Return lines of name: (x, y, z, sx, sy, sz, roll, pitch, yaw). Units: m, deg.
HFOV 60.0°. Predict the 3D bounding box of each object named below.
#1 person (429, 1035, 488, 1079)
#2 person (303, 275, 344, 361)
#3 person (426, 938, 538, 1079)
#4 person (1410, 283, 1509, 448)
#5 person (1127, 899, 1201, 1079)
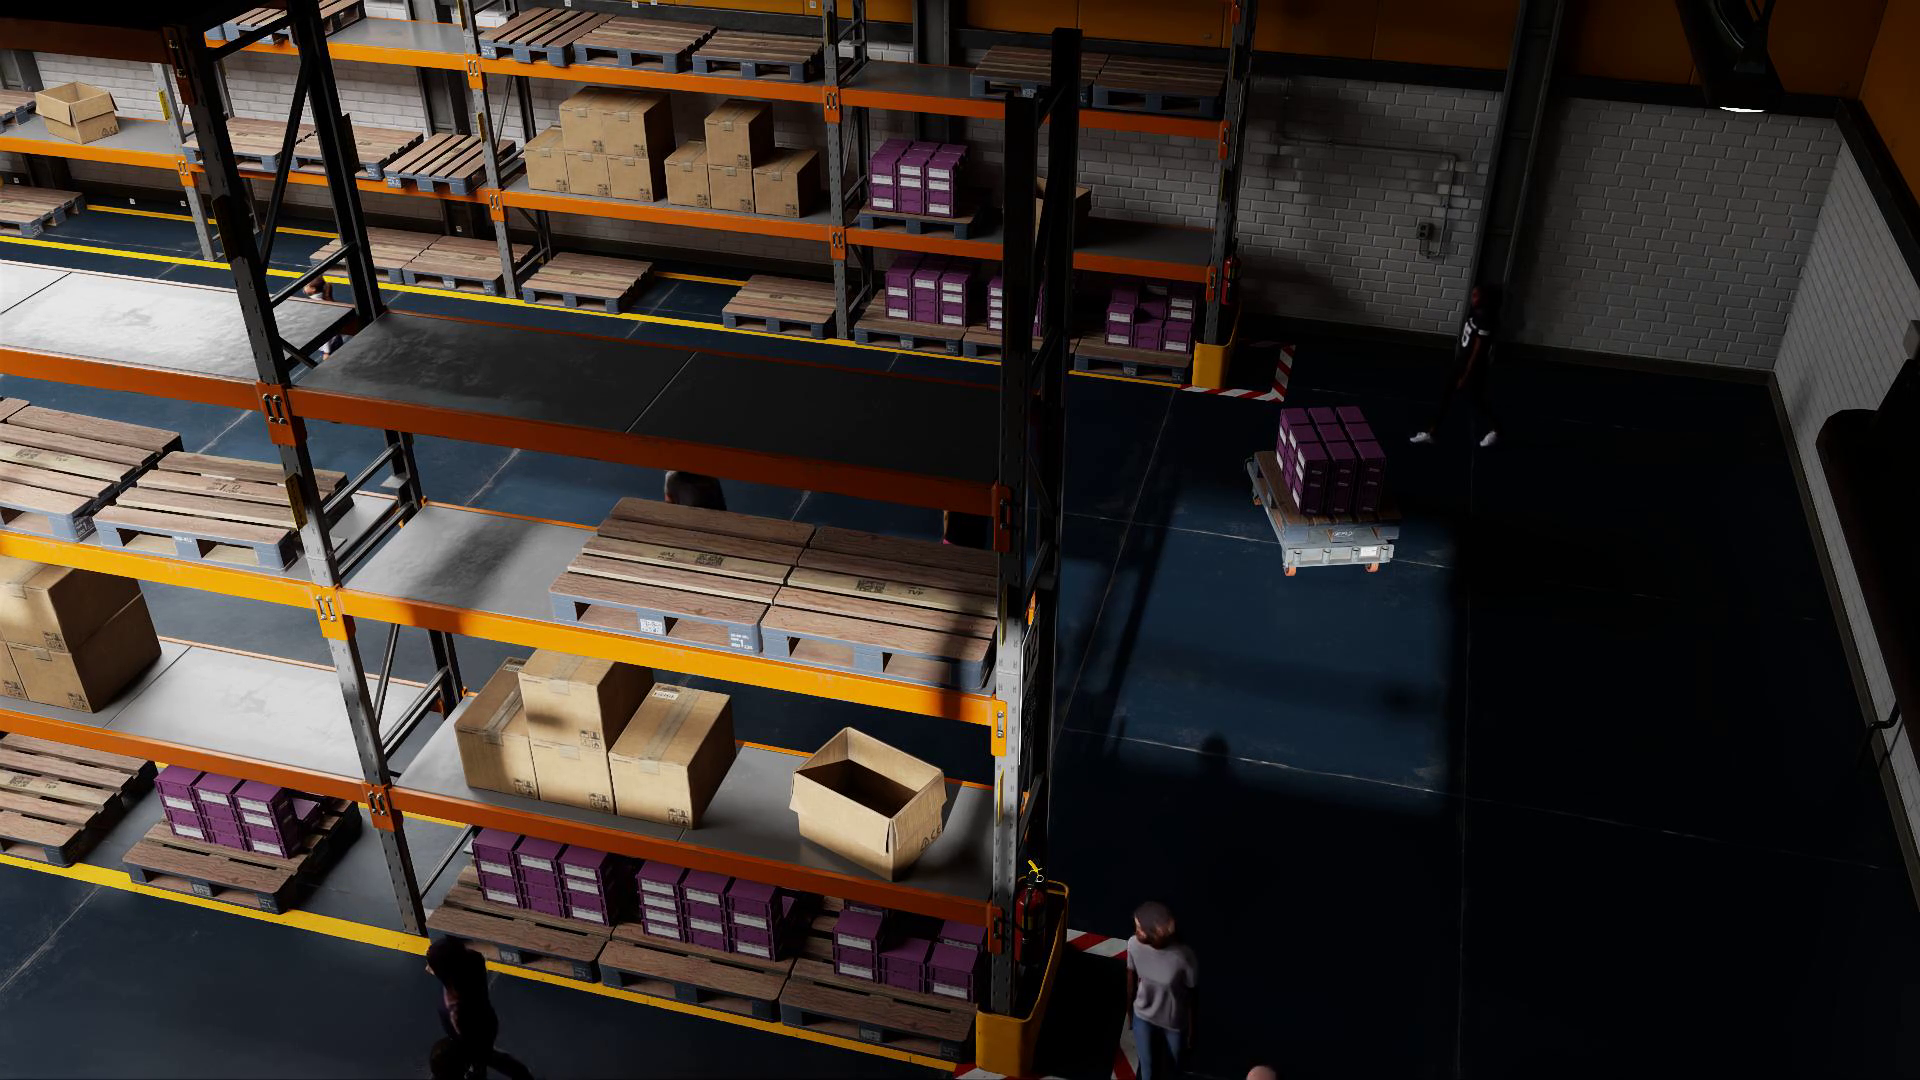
person: (-2.543, 3.200, 8.607, 0.589, 1.660, 0.662, 25, 41, 32)
person: (-6.216, -1.925, 16.410, 0.646, 1.558, 0.619, -9, 35, -13)
person: (-2.661, 2.777, 9.311, 0.866, 1.585, 0.743, 3, 34, 4)
person: (4.944, -1.612, 15.814, 1.233, 1.696, 0.892, -2, 34, -4)
person: (1.174, 2.664, 9.389, 0.939, 1.686, 0.780, 11, 35, 17)
